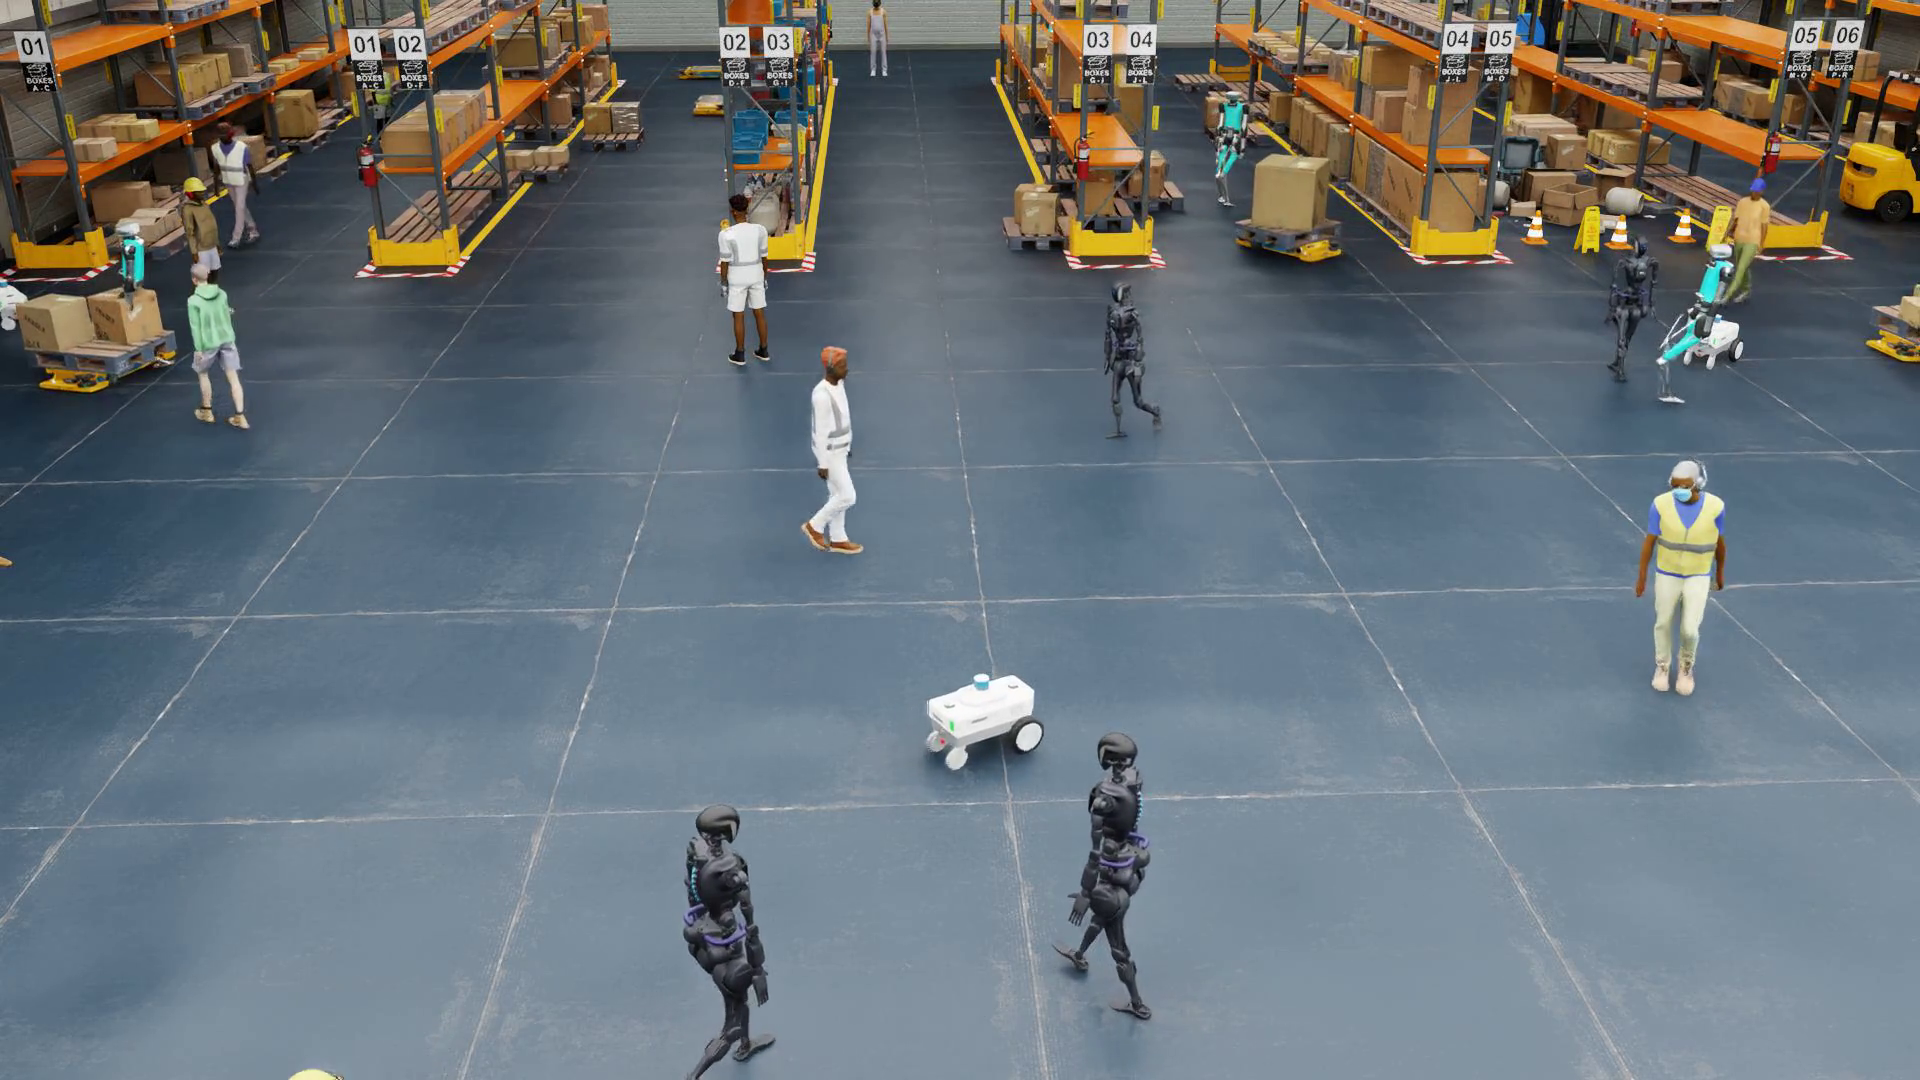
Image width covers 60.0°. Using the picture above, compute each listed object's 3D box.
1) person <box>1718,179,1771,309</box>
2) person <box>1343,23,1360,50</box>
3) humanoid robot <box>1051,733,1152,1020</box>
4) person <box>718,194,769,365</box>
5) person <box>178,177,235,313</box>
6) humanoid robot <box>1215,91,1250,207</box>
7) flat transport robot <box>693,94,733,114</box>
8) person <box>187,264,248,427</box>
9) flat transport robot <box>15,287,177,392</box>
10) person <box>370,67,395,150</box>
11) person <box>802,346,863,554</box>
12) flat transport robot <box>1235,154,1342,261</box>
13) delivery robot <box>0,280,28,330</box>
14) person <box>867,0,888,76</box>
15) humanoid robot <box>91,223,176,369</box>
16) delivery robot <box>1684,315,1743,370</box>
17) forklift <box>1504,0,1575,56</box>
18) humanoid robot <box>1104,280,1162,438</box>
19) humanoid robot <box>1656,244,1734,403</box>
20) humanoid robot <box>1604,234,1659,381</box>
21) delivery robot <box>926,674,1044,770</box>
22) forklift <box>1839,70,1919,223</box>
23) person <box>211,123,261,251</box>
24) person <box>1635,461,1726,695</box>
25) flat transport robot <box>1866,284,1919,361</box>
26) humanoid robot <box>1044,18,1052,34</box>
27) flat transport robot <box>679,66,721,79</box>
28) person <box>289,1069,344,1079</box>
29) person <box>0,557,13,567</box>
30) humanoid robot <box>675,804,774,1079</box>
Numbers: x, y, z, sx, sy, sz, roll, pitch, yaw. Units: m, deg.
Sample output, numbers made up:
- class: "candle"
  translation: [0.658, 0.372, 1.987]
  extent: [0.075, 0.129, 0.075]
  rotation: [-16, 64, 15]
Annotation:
- class: "person"
  translation: [10.005, -3.793, 21.271]
  extent: [0.939, 1.661, 0.452]
  rotation: [-14, 27, -28]
- class: "person"
  translation: [9.906, -12.817, 41.459]
  extent: [0.965, 1.753, 0.602]
  rotation: [-4, 24, -9]
- class: "humanoid robot"
  translation: [0.746, 1.750, 8.836]
  extent: [0.695, 1.635, 0.593]
  rotation: [13, 27, 27]
- class: "person"
  translation: [-2.478, -2.998, 19.141]
  extent: [0.601, 1.957, 0.382]
  rotation: [-14, 27, -28]
- class: "person"
  translation: [-9.512, -3.666, 20.870]
  extent: [0.406, 1.763, 0.533]
  rotation: [5, 24, 10]
- class: "humanoid robot"
  translation: [4.260, -6.253, 26.714]
  extent: [0.596, 1.772, 0.867]
  rotation: [16, 29, 32]
- class: "flat transport robot"
  translation: [-5.216, -9.216, 35.180]
  extent: [0.659, 0.231, 1.431]
  rotation: [0, 24, 0]
- class: "person"
  translation: [-7.776, -2.025, 17.254]
  extent: [0.779, 1.715, 0.476]
  rotation: [19, 30, 37]
- class: "flat transport robot"
  translation: [-9.708, -1.996, 18.957]
  extent: [0.659, 0.231, 1.431]
  rotation: [6, 25, 13]
- class: "person"
  translation: [-10.764, -8.152, 31.036]
  extent: [0.319, 1.692, 0.531]
  rotation: [10, 26, 20]
- class: "person"
  translation: [-1.063, -0.745, 14.173]
  extent: [0.450, 1.872, 0.601]
  rotation: [4, 24, 8]
- class: "flat transport robot"
  translation: [4.756, -4.308, 24.152]
  extent: [0.659, 0.231, 1.431]
  rotation: [-19, 30, -36]
- class: "delivery robot"
  translation: [-11.877, -2.948, 20.755]
  extent: [0.525, 0.602, 0.774]
  rotation: [-20, 31, -37]
- class: "person"
  translation: [-1.945, -11.888, 39.248]
  extent: [0.506, 1.852, 0.433]
  rotation: [-1, 24, -1]
- class: "humanoid robot"
  translation: [-9.537, -2.680, 18.747]
  extent: [0.978, 1.754, 0.543]
  rotation: [-6, 25, -12]
- class: "delivery robot"
  translation: [8.762, -2.324, 19.351]
  extent: [0.499, 0.601, 0.783]
  rotation: [22, 32, 40]
- class: "forklift"
  translation: [14.700, -13.805, 42.301]
  extent: [1.873, 2.768, 1.129]
  rotation: [-1, 24, -2]
- class: "humanoid robot"
  translation: [1.771, -1.866, 16.973]
  extent: [0.679, 1.620, 0.602]
  rotation: [-16, 29, -32]
- class: "humanoid robot"
  translation: [7.752, -2.238, 17.833]
  extent: [0.774, 1.880, 0.547]
  rotation: [2, 24, 5]
- class: "humanoid robot"
  translation: [7.554, -2.606, 18.625]
  extent: [0.593, 1.635, 0.704]
  rotation: [-4, 24, -9]
- class: "delivery robot"
  translation: [0.151, 1.203, 11.409]
  extent: [0.785, 0.587, 0.499]
  rotation: [-14, 28, -29]
- class: "forklift"
  translation: [15.132, -6.143, 25.915]
  extent: [2.313, 2.155, 1.214]
  rotation: [-1, 24, -2]
- class: "person"
  translation: [-10.542, -5.111, 24.062]
  extent: [0.594, 1.797, 0.958]
  rotation: [6, 25, 12]
- class: "person"
  translation: [5.165, 0.276, 11.923]
  extent: [0.564, 1.843, 0.564]
  rotation: [12, 26, 24]
- class: "flat transport robot"
  translation: [11.591, -2.323, 19.693]
  extent: [1.431, 0.231, 0.659]
  rotation: [-4, 24, -9]
- class: "humanoid robot"
  translation: [2.320, -12.946, 41.666]
  extent: [0.750, 1.718, 0.539]
  rotation: [5, 25, 12]
- class: "flat transport robot"
  translation: [-5.878, -11.031, 39.258]
  extent: [1.431, 0.231, 0.659]
  rotation: [-1, 24, -3]
- class: "person"
  translation: [-2.366, 2.701, 6.588]
  extent: [0.550, 1.739, 0.604]
  rotation: [3, 24, 7]
- class: "person"
  translation: [-8.328, -0.584, 13.802]
  extent: [0.380, 1.890, 0.562]
  rotation: [8, 25, 17]
- class: "humanoid robot"
  translation: [-1.223, 2.022, 8.240]
  extent: [0.722, 1.634, 0.614]
  rotation: [-20, 31, -38]
